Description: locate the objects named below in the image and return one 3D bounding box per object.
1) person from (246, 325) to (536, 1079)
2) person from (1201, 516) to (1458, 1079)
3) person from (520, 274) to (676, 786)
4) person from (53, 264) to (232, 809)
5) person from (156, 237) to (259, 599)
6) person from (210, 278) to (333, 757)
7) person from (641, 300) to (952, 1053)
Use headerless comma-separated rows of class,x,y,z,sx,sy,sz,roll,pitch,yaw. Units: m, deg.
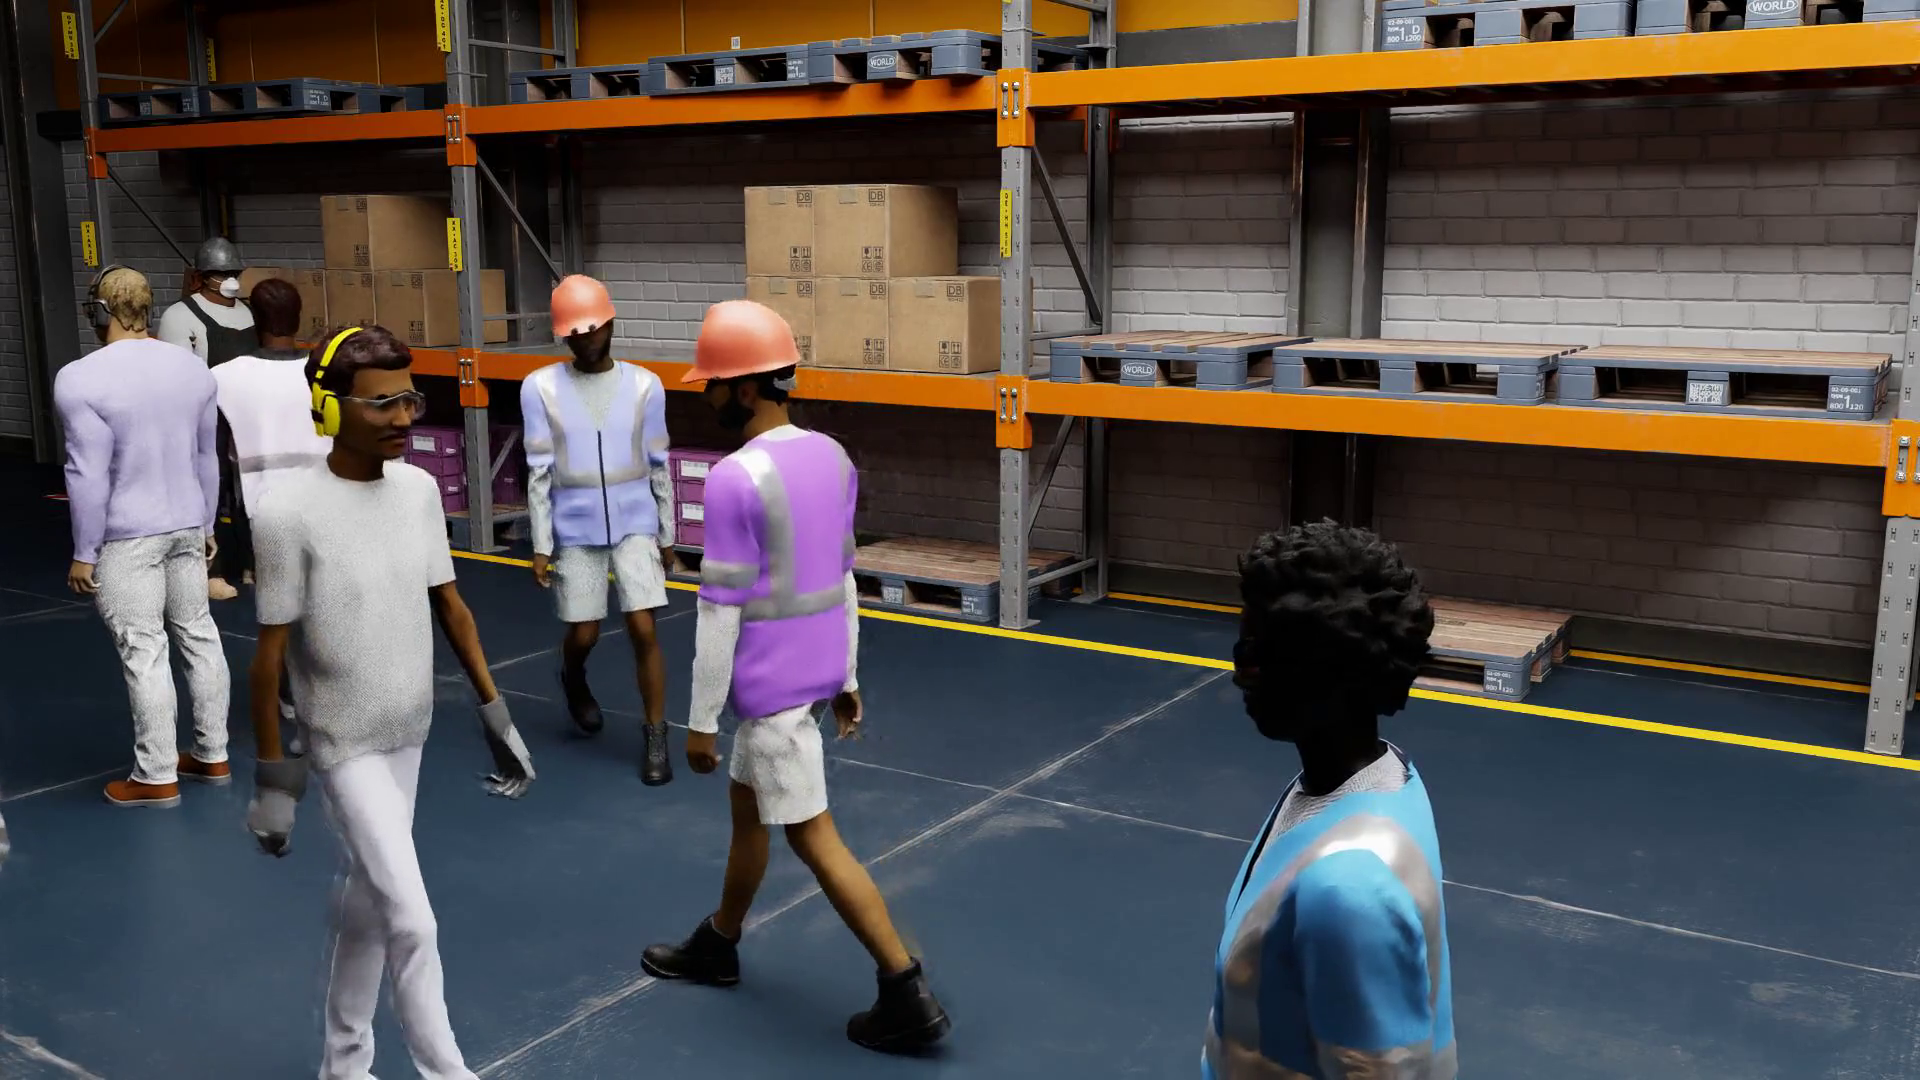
person,-1.152,0.468,3.585,0.812,1.841,0.520,4,11,20
person,0.456,0.814,2.070,0.317,1.697,0.540,2,10,12
person,-1.372,-0.060,6.351,0.560,1.910,0.742,-3,11,-17
person,-2.912,-0.007,5.953,0.371,1.939,0.629,4,11,23
person,-4.150,-0.700,9.510,0.536,2.000,0.677,5,11,24
person,-2.725,-0.103,6.680,0.614,1.863,0.998,-8,13,-38
person,-0.431,0.344,4.192,0.997,1.890,0.546,5,11,26
